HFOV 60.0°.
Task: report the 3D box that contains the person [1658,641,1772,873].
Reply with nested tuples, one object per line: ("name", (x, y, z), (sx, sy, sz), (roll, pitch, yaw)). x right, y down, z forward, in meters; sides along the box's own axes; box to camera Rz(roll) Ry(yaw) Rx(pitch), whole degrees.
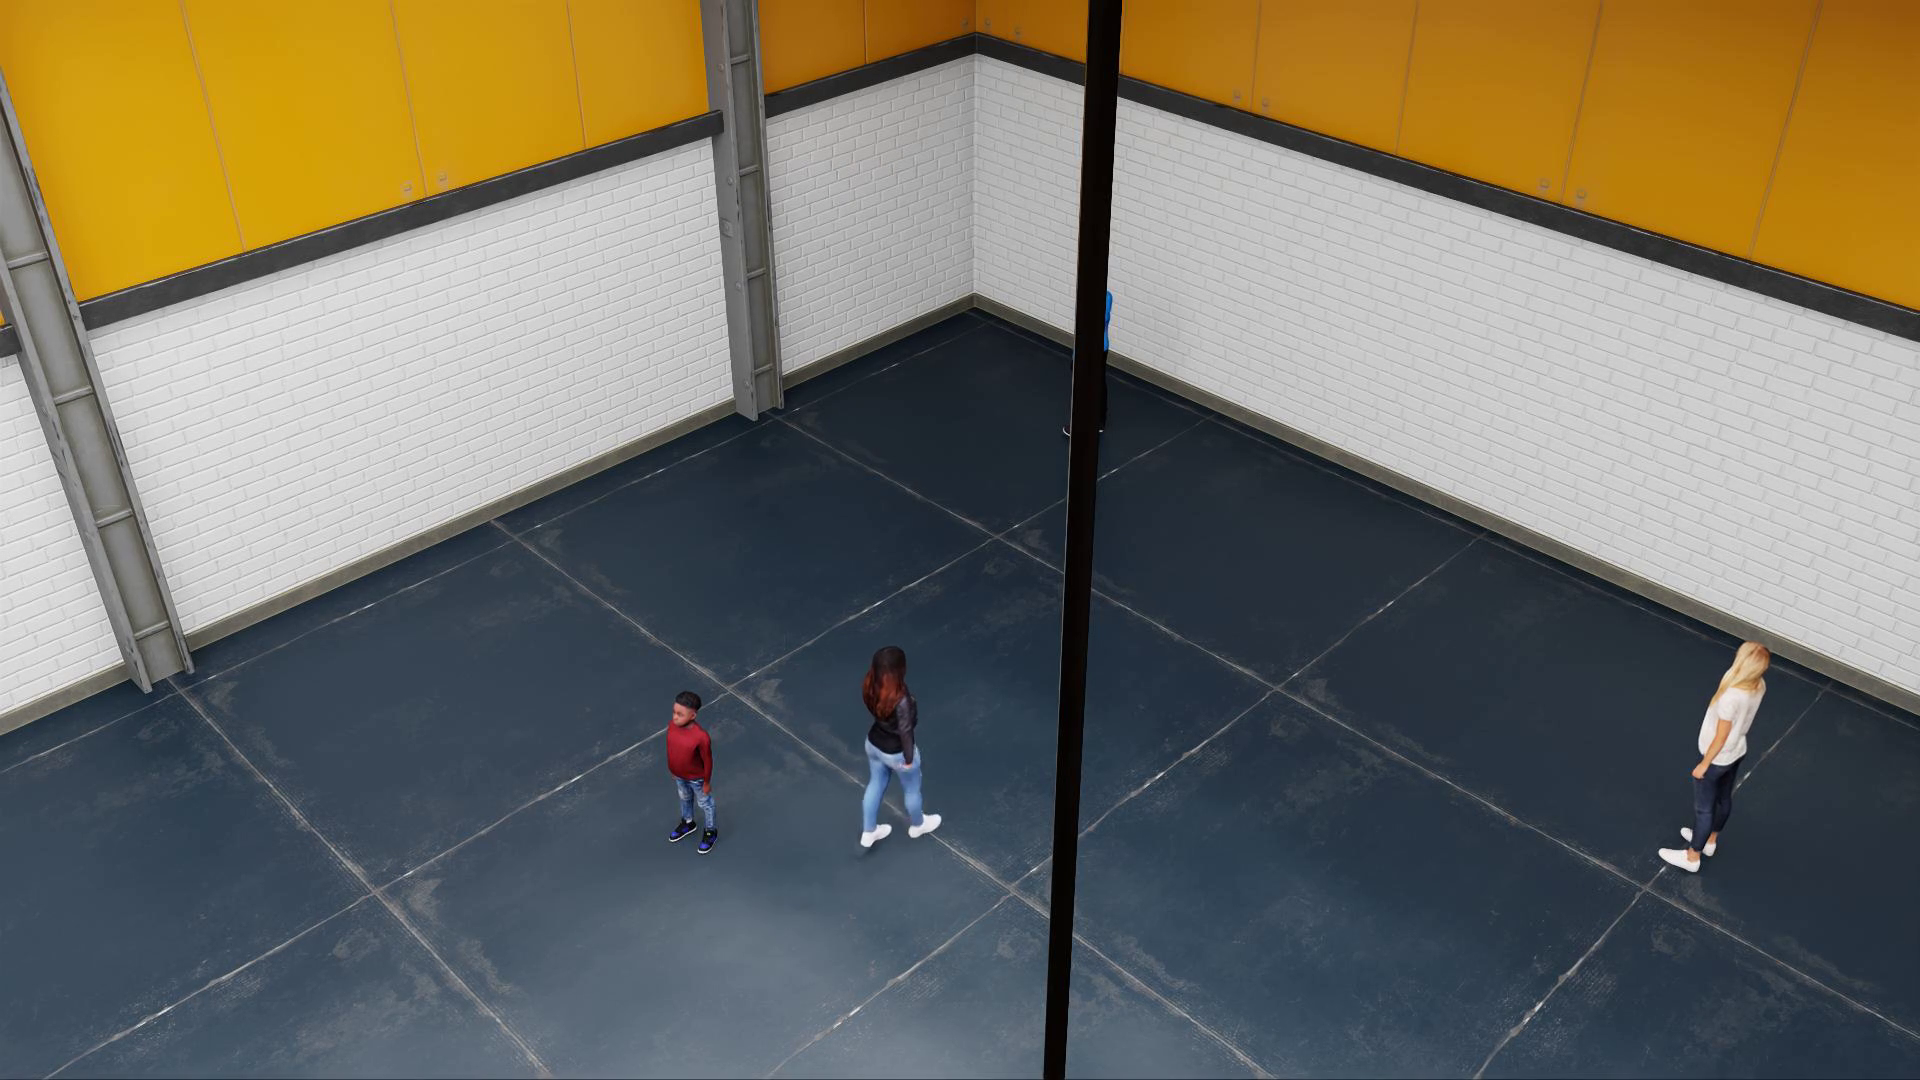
("person", (4.961, 1.403, 10.814), (0.472, 1.809, 0.667), (-24, 41, -32))

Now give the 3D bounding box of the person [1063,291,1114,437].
("person", (1.249, -1.777, 15.611), (0.671, 1.794, 0.492), (26, 42, 33))

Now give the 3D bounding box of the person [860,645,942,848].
("person", (-0.480, 1.381, 11.011), (0.791, 1.626, 0.645), (-26, 42, -34))

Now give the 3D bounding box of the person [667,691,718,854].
("person", (-1.797, 1.524, 11.129), (0.547, 1.256, 0.551), (19, 38, 26))
